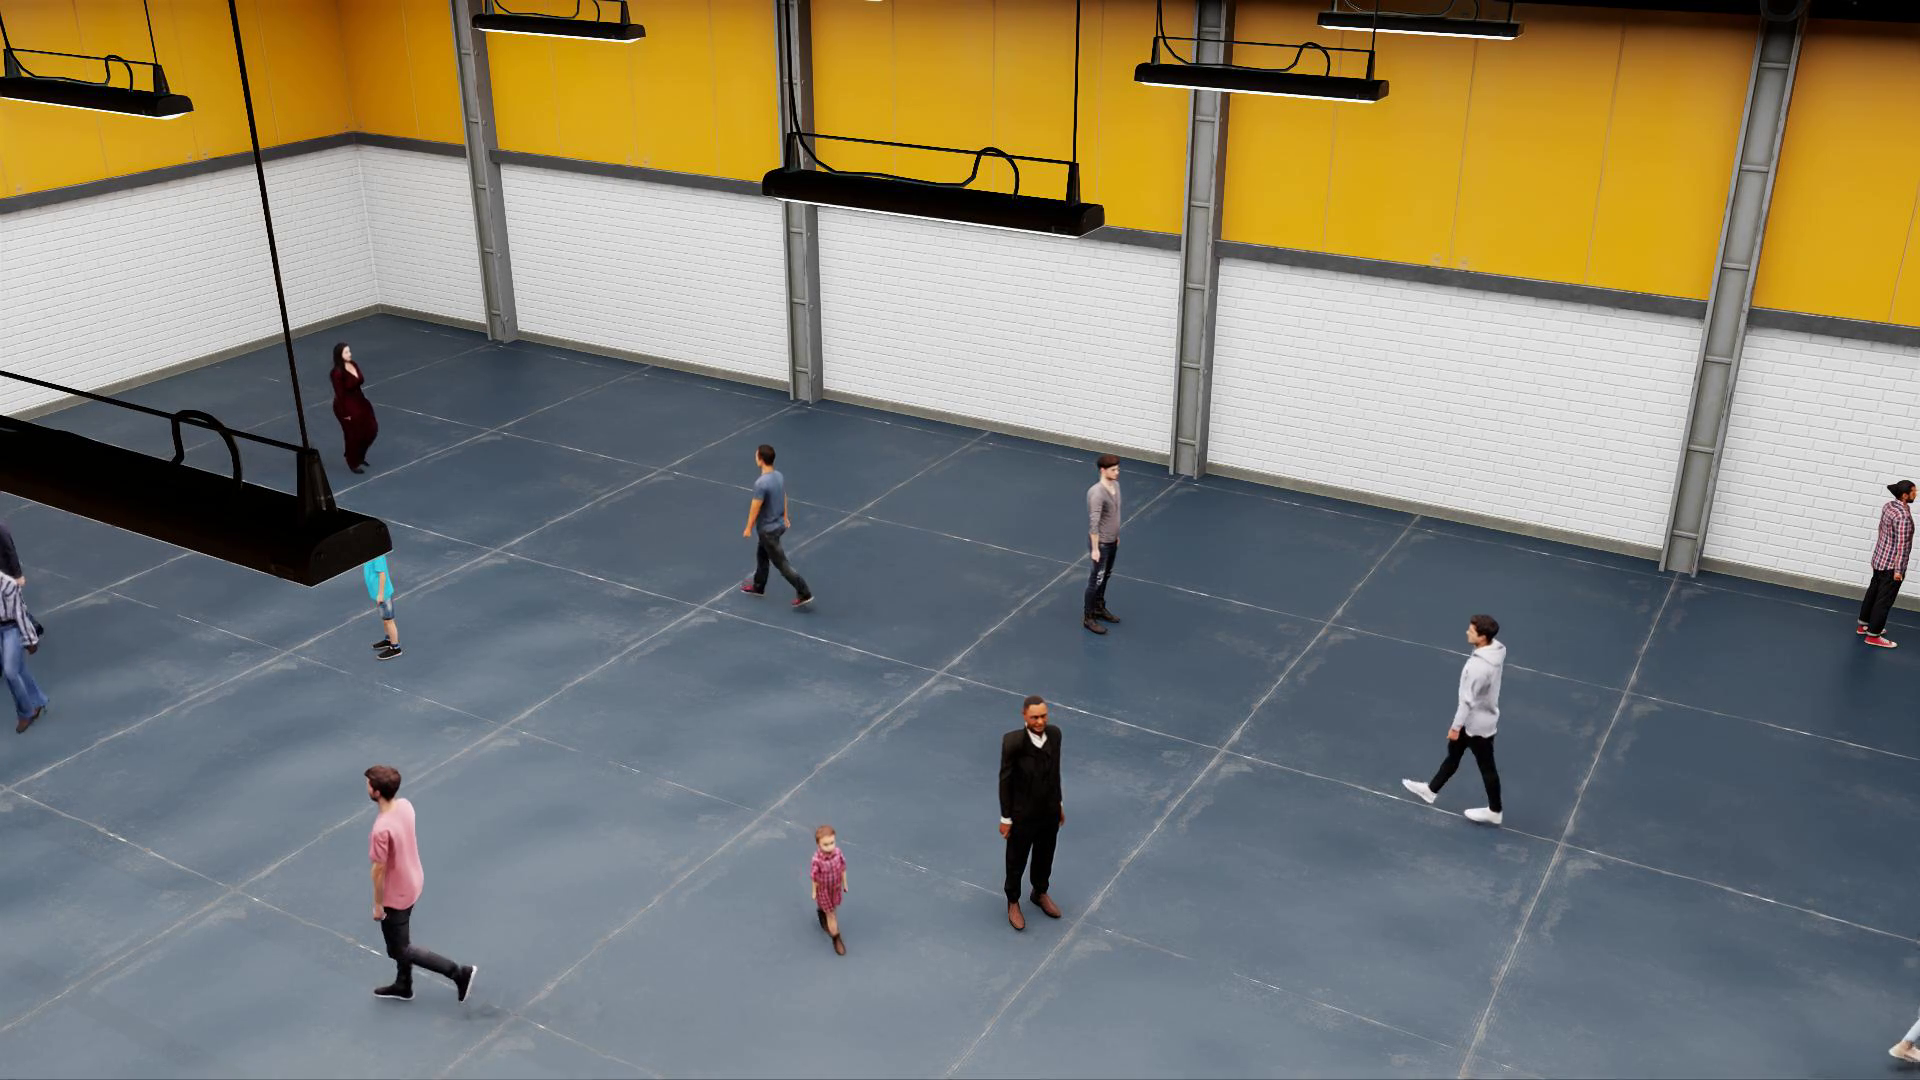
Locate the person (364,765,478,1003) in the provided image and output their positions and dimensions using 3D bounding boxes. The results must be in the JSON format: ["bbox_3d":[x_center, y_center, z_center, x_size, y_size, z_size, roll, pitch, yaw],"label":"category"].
[{"bbox_3d":[-3.818,2.456,11.555,1.142,1.939,0.957,1,24,1],"label":"person"}]

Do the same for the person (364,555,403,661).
[{"bbox_3d":[-5.814,0.473,16.700,0.655,1.450,0.560,-13,27,-27],"label":"person"}]

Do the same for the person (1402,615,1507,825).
[{"bbox_3d":[4.392,1.515,13.774,1.128,1.886,0.797,9,25,21],"label":"person"}]

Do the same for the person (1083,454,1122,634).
[{"bbox_3d":[1.480,0.004,17.209,0.528,1.903,0.690,13,27,27],"label":"person"}]

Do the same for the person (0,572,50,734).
[{"bbox_3d":[-8.724,0.869,15.391,0.739,1.773,0.799,7,24,15],"label":"person"}]

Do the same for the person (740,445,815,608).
[{"bbox_3d":[-1.915,-0.108,17.627,1.204,1.772,0.830,7,25,16],"label":"person"}]

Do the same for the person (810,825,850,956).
[{"bbox_3d":[-0.987,2.563,12.469,0.644,1.009,0.782,-12,26,-26],"label":"person"}]

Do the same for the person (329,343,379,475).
[{"bbox_3d":[-7.859,-1.682,21.261,0.799,1.747,0.775,5,24,11],"label":"person"}]

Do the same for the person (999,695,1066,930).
[{"bbox_3d":[0.547,2.021,12.593,0.797,1.904,0.814,-11,26,-24],"label":"person"}]

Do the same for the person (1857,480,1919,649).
[{"bbox_3d":[9.458,0.212,16.910,0.756,1.761,0.777,3,24,6],"label":"person"}]

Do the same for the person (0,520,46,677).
[{"bbox_3d":[-9.488,0.360,16.462,1.271,1.848,1.076,3,24,8],"label":"person"}]
